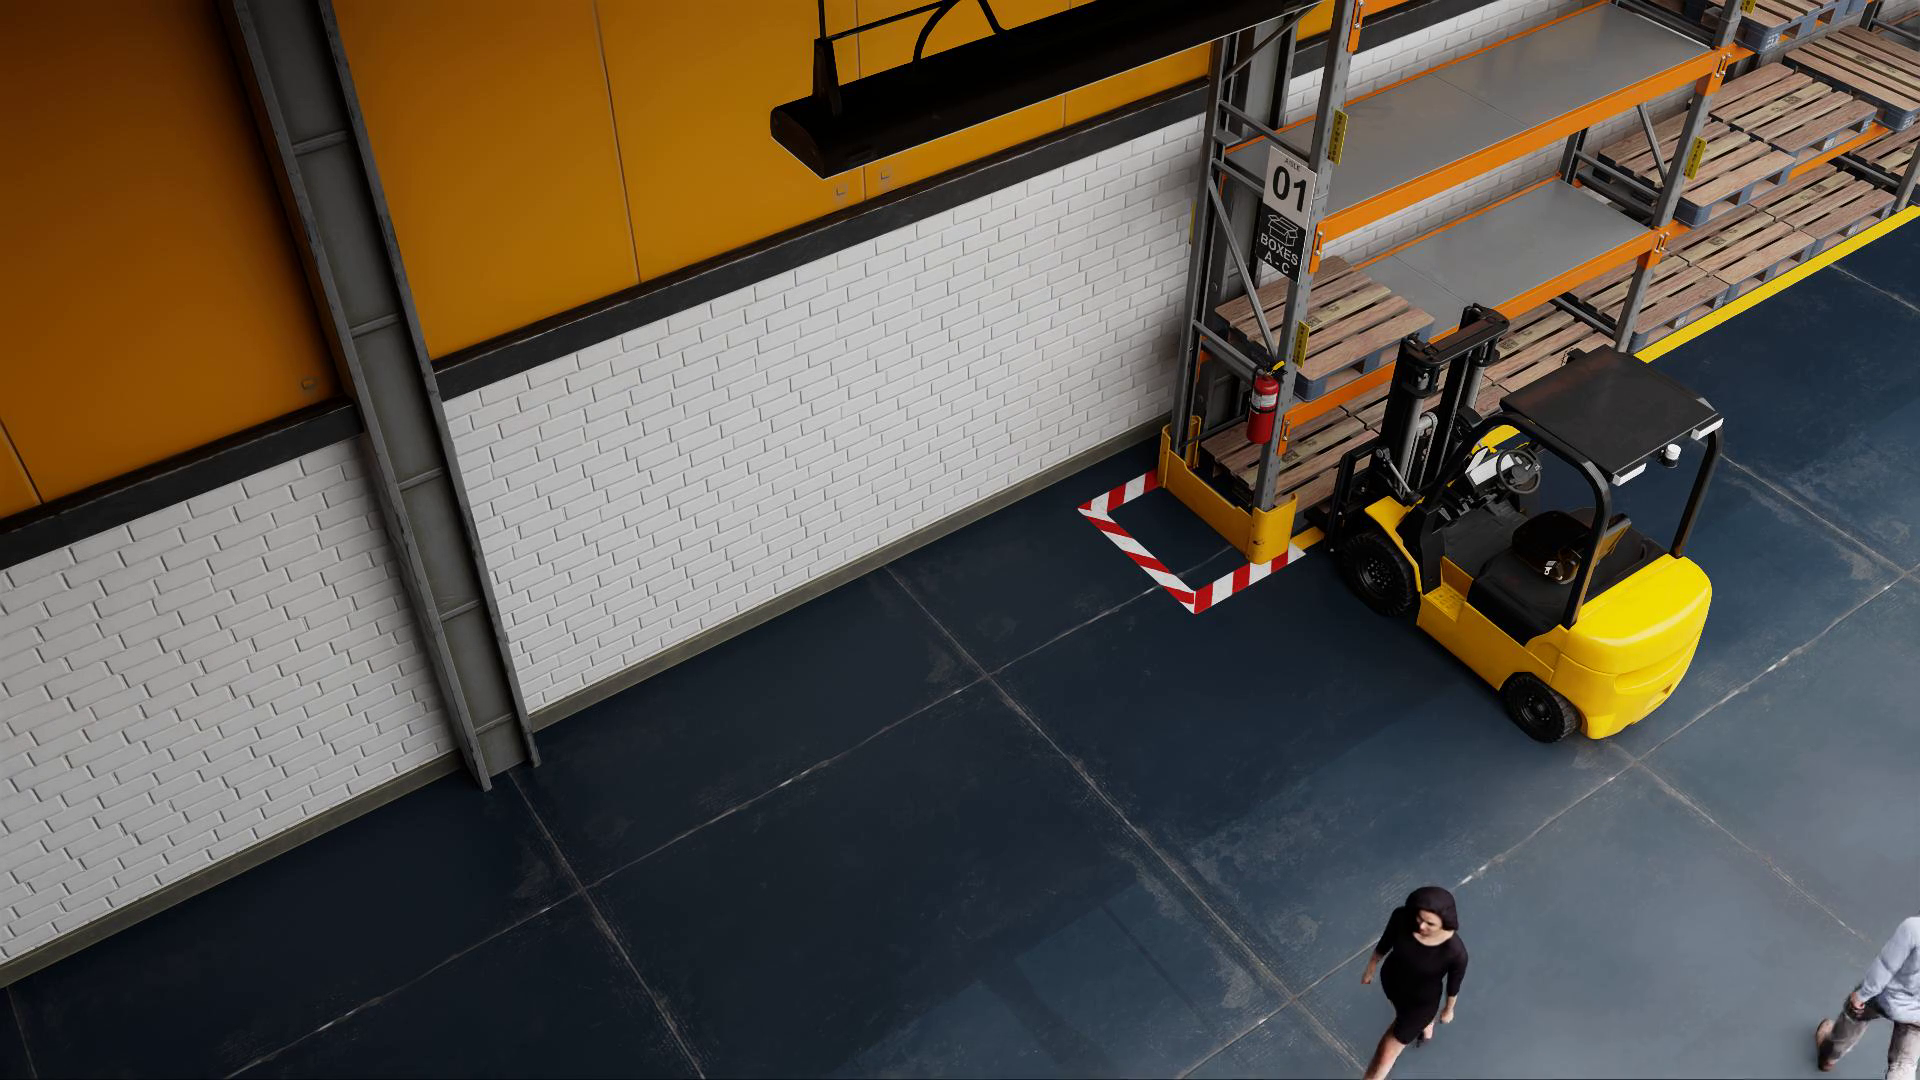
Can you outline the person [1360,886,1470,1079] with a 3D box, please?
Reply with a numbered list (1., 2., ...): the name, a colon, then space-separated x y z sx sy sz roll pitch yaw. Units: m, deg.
1. person: 2.362 2.290 8.540 1.129 1.760 0.640 -28 50 -26
